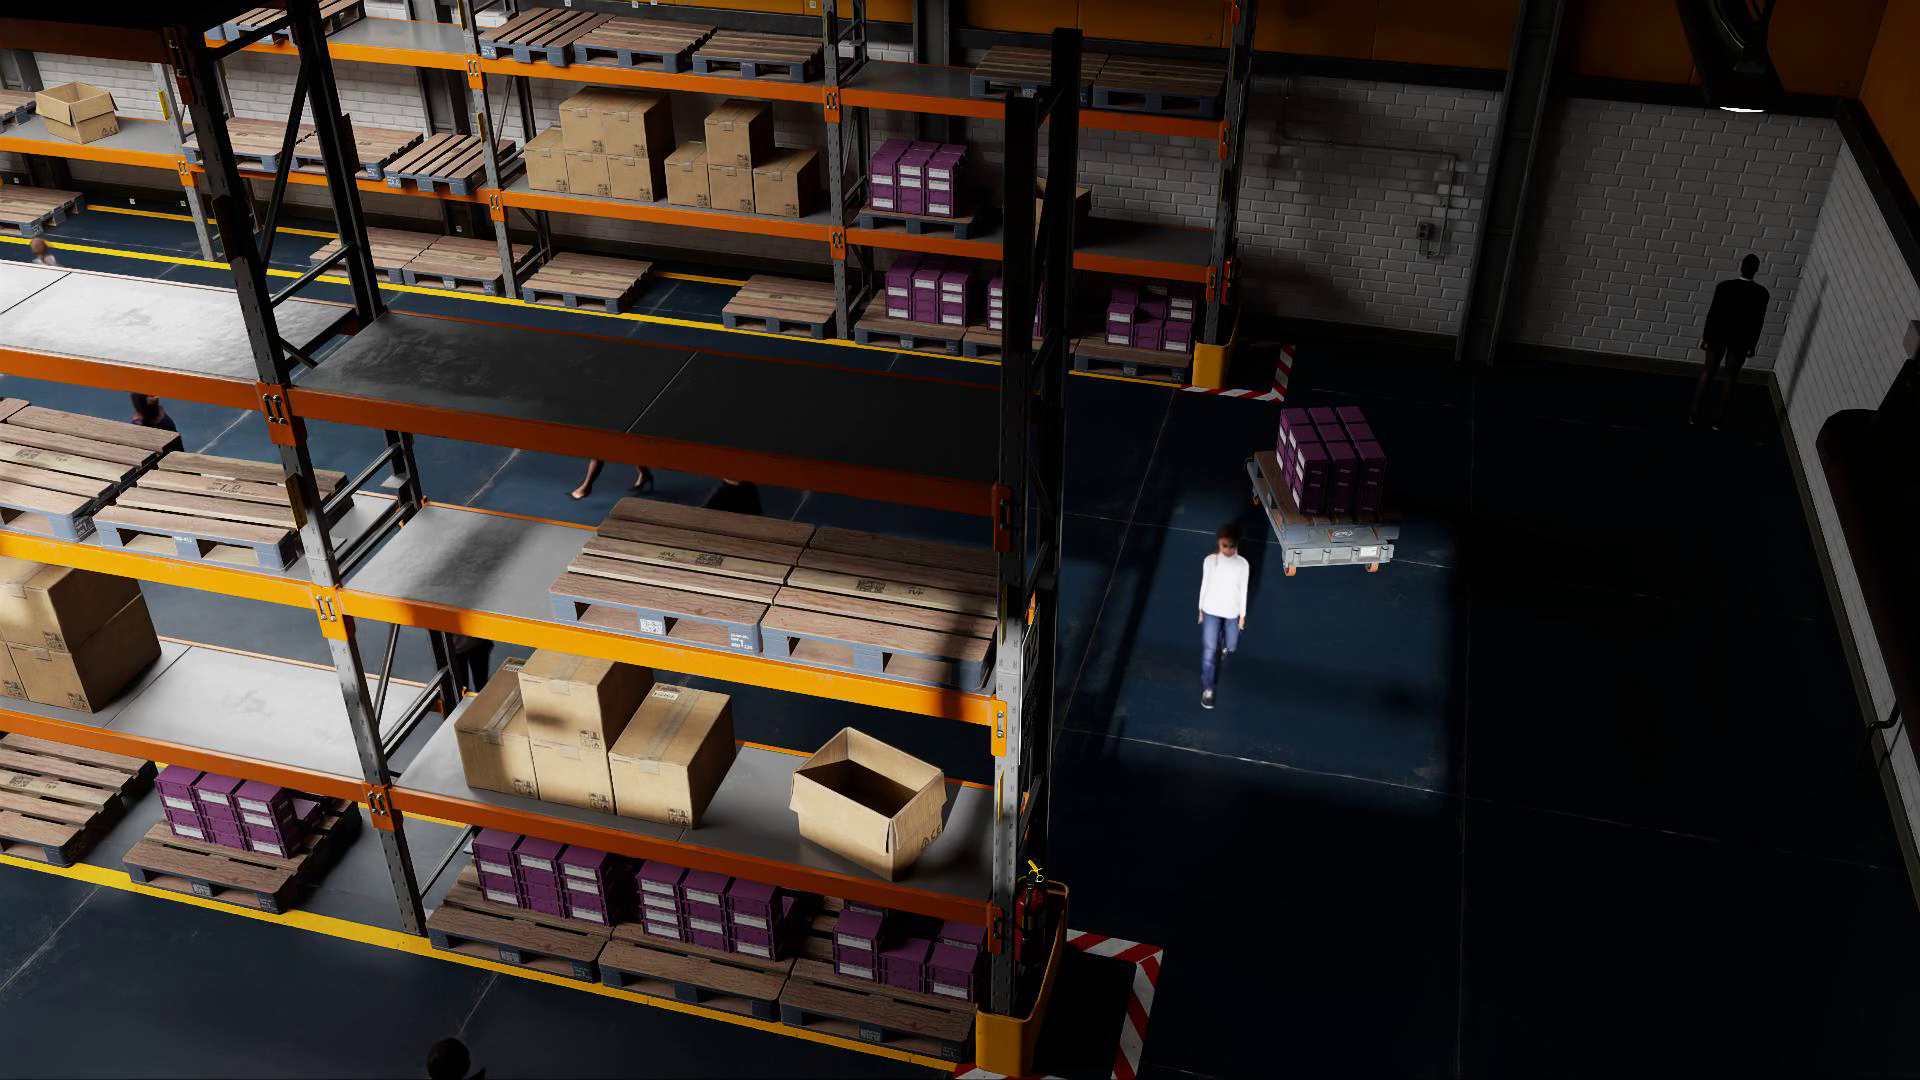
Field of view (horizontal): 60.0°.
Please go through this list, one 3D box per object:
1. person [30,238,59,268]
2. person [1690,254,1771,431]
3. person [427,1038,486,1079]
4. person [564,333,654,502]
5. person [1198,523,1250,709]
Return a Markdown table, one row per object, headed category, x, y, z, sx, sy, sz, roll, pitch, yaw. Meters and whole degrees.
| category | x | y | z | sx | sy | sz | roll | pitch | yaw |
| --- | --- | --- | --- | --- | --- | --- | --- | --- | --- |
| person | -9.958 | -2.801 | 18.234 | 0.759 | 0.998 | 0.628 | 28 | 43 | 35 |
| person | 7.498 | -1.930 | 16.201 | 0.565 | 1.798 | 0.769 | 17 | 37 | 24 |
| person | -2.542 | 3.208 | 8.594 | 0.599 | 1.661 | 0.665 | 25 | 41 | 32 |
| person | -3.111 | -1.098 | 15.107 | 1.205 | 1.623 | 1.081 | -11 | 35 | -17 |
| person | 2.019 | 0.506 | 12.771 | 0.892 | 1.537 | 0.631 | 5 | 34 | 8 |
